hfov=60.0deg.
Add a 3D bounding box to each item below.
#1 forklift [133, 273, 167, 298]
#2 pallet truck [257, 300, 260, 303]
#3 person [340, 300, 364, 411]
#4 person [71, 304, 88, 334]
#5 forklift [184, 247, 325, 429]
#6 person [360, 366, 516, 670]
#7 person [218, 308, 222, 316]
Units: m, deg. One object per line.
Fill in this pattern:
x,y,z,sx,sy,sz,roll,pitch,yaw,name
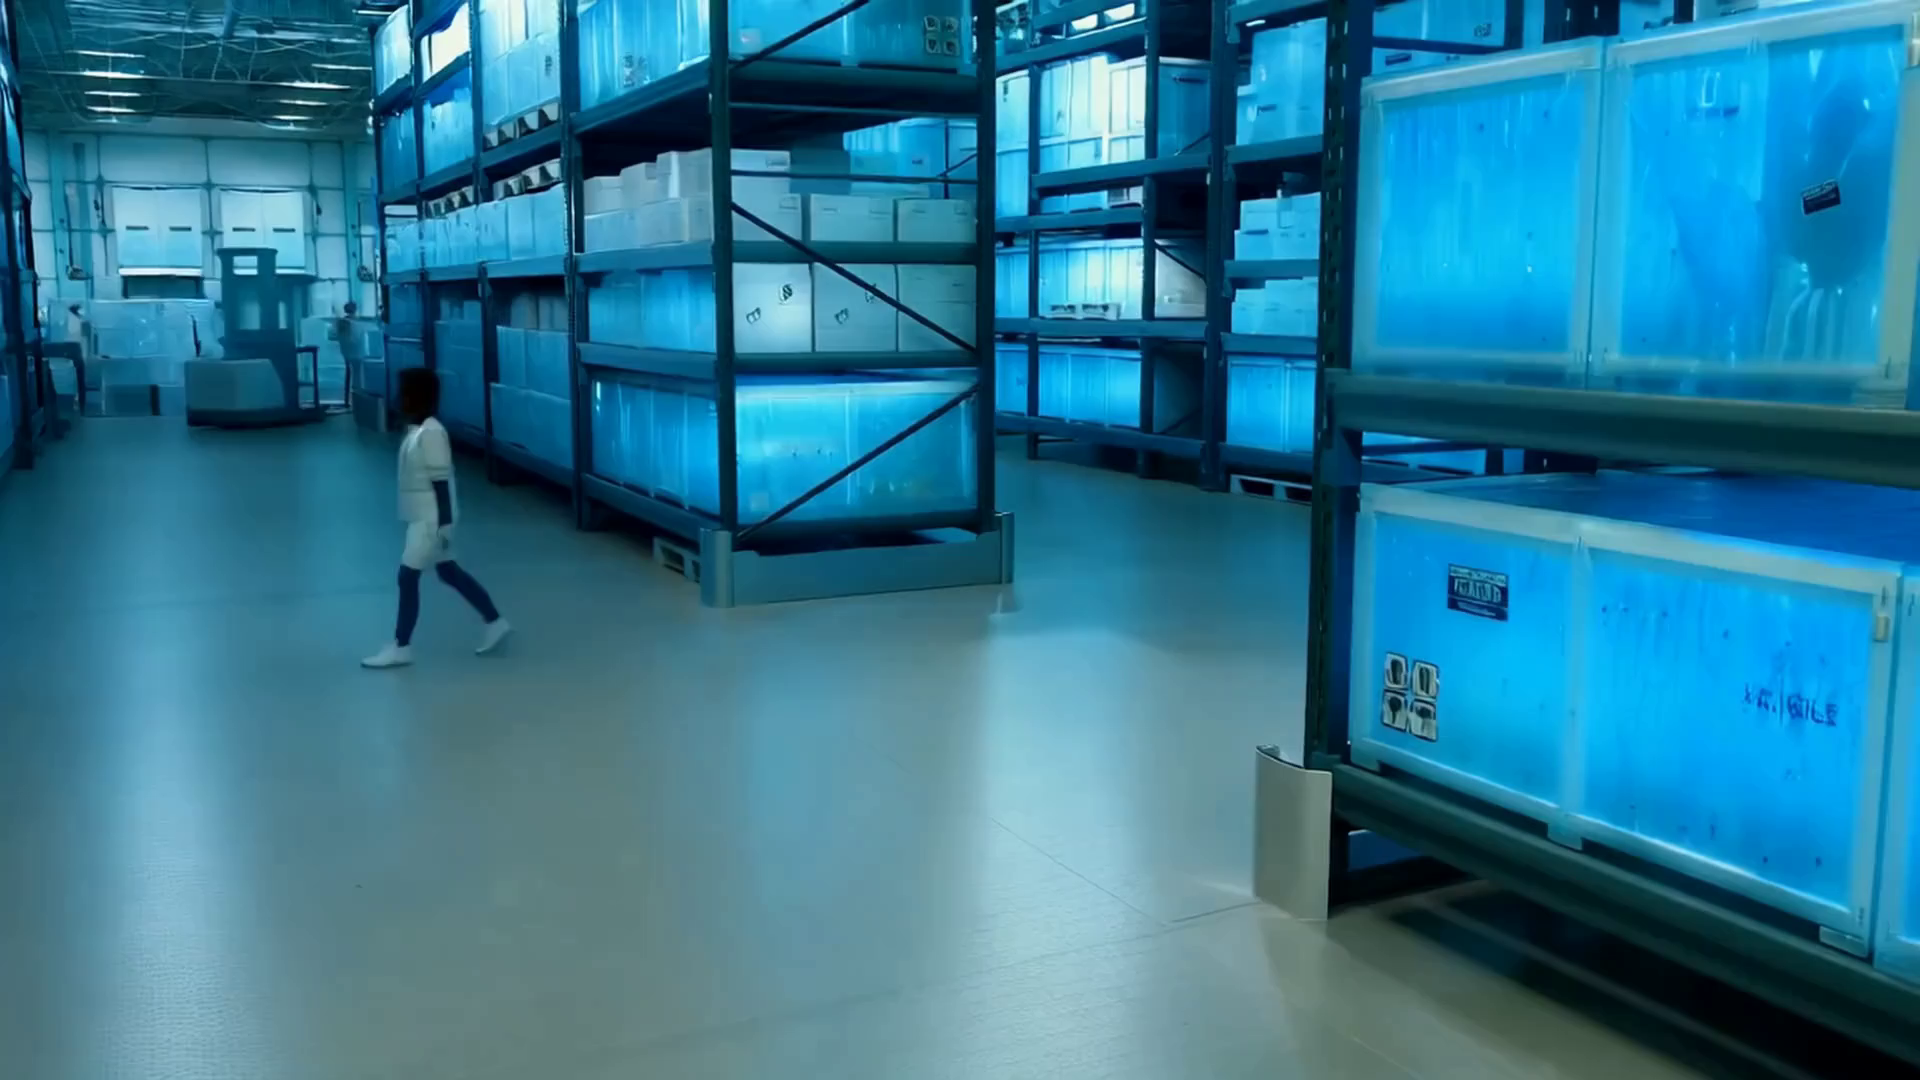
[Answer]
-25.710,-7.092,52.996,1.873,2.768,1.129,6,10,37,forklift
-23.913,-7.404,58.171,1.885,1.965,0.823,-1,8,-9,pallet truck
-10.666,-3.217,29.305,0.622,1.993,0.383,7,11,41,person
-20.162,-4.482,38.313,0.644,1.915,0.636,-5,9,-29,person
-11.158,-3.199,26.144,1.129,2.768,1.873,3,9,19,forklift
-2.893,-0.137,9.226,0.853,1.663,0.539,-4,9,-27,person
-15.303,-3.893,34.498,0.625,1.844,0.429,7,11,41,person
